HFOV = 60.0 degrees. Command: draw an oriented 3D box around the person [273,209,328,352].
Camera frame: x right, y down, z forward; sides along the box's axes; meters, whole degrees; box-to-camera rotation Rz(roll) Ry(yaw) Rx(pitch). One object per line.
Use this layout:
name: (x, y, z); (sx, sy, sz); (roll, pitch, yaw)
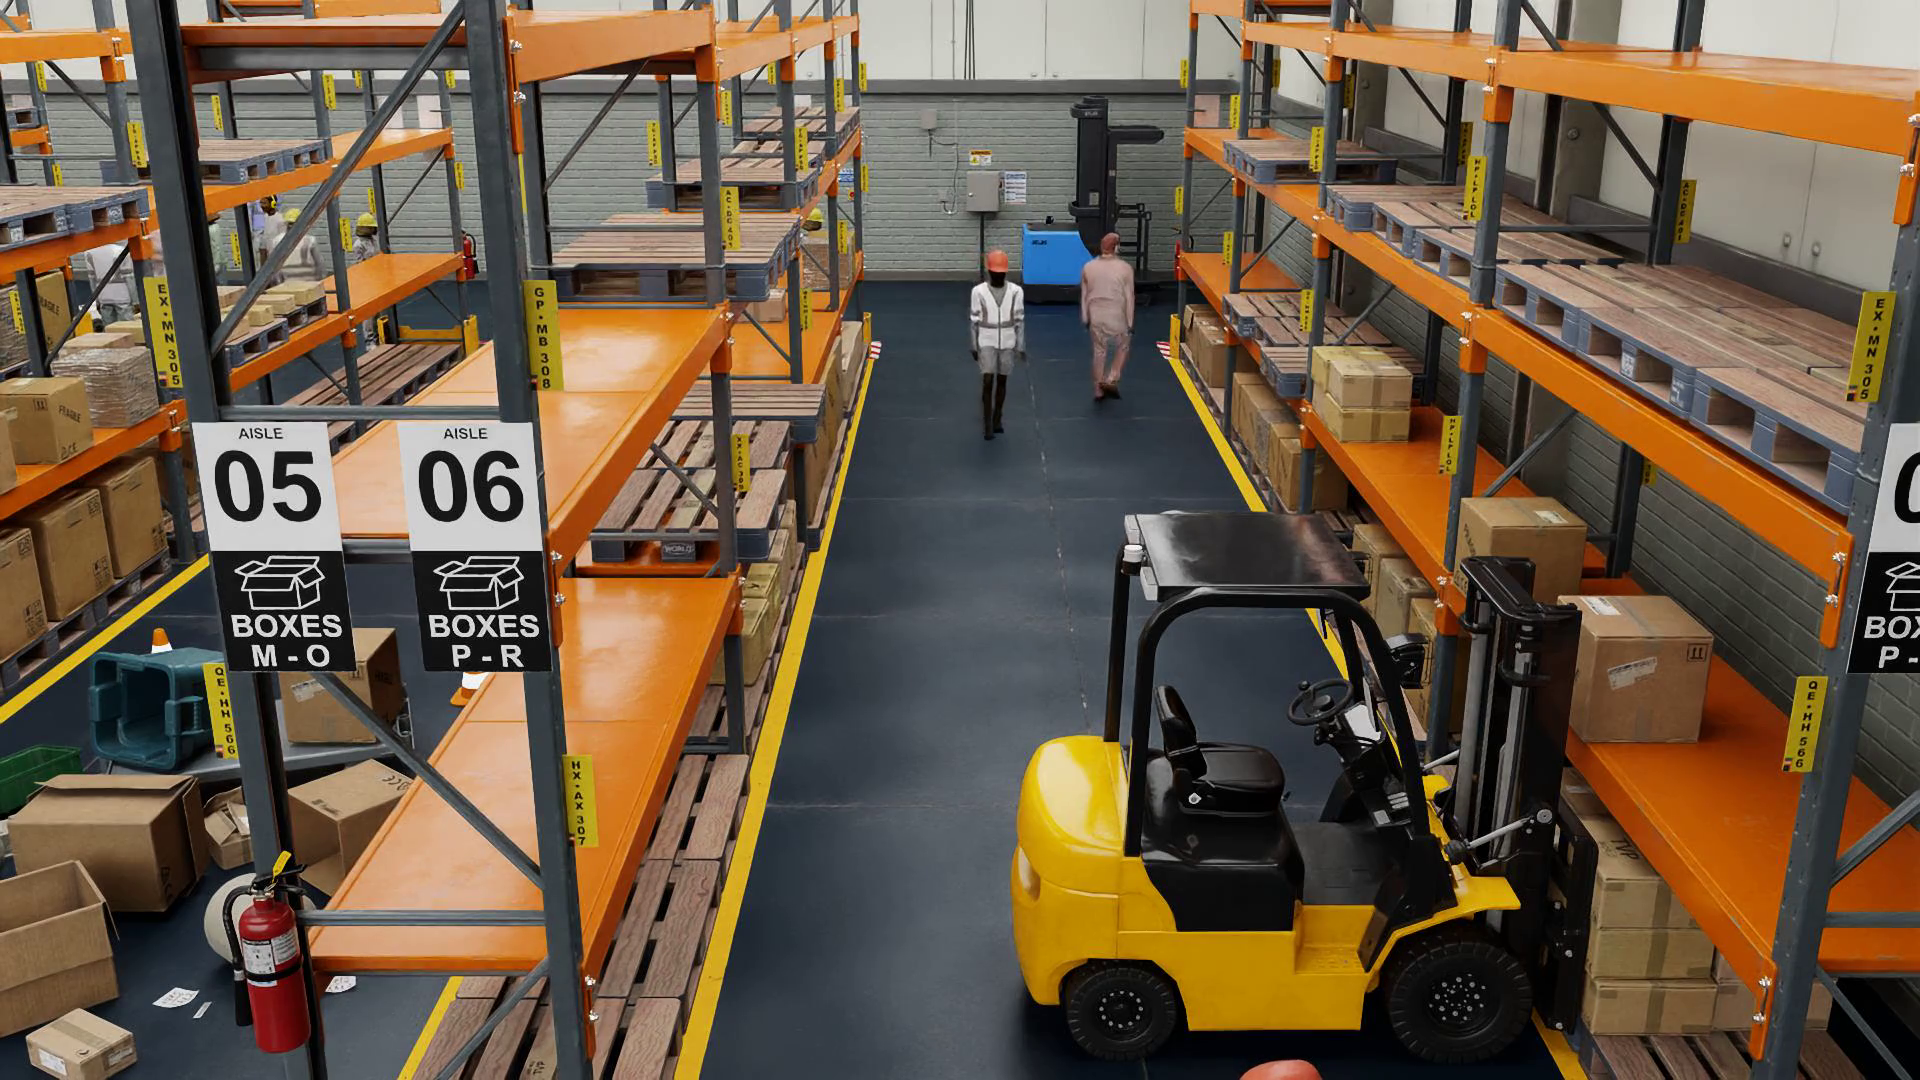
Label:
person: (-8.366, -3.343, 21.318); (0.614, 1.781, 0.905); (3, 19, 9)

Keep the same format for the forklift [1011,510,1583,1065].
forklift: (1.387, 1.055, 7.378); (2.313, 2.155, 1.214); (0, 18, 0)

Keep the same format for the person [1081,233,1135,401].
person: (1.650, -2.461, 18.478); (0.677, 1.887, 0.440); (10, 21, 28)

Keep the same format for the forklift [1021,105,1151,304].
forklift: (1.857, -4.944, 24.441); (1.873, 2.768, 1.129); (0, 18, 0)

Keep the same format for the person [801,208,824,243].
person: (-1.914, -3.473, 21.797); (0.317, 1.733, 0.491); (0, 18, 0)

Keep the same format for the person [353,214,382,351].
person: (-7.481, -3.281, 21.196); (0.299, 1.742, 0.493); (3, 19, 10)

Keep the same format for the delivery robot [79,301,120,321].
delivery robot: (-11.461, -3.054, 22.225); (0.477, 0.478, 0.707); (10, 21, 29)

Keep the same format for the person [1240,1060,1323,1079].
person: (0.750, 2.191, 4.180); (0.376, 2.044, 0.607); (-9, 20, -25)

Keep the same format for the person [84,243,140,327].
person: (-9.950, -2.853, 19.615); (0.543, 1.929, 0.387); (2, 18, 5)

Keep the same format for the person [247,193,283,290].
person: (-10.679, -4.826, 25.563); (0.543, 1.938, 0.357); (-13, 22, -34)

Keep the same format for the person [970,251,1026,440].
person: (0.403, -1.983, 17.001); (0.551, 1.905, 0.792); (-3, 18, -8)

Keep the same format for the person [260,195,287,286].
person: (-9.261, -3.803, 22.597); (0.507, 1.862, 0.324); (16, 24, 40)
